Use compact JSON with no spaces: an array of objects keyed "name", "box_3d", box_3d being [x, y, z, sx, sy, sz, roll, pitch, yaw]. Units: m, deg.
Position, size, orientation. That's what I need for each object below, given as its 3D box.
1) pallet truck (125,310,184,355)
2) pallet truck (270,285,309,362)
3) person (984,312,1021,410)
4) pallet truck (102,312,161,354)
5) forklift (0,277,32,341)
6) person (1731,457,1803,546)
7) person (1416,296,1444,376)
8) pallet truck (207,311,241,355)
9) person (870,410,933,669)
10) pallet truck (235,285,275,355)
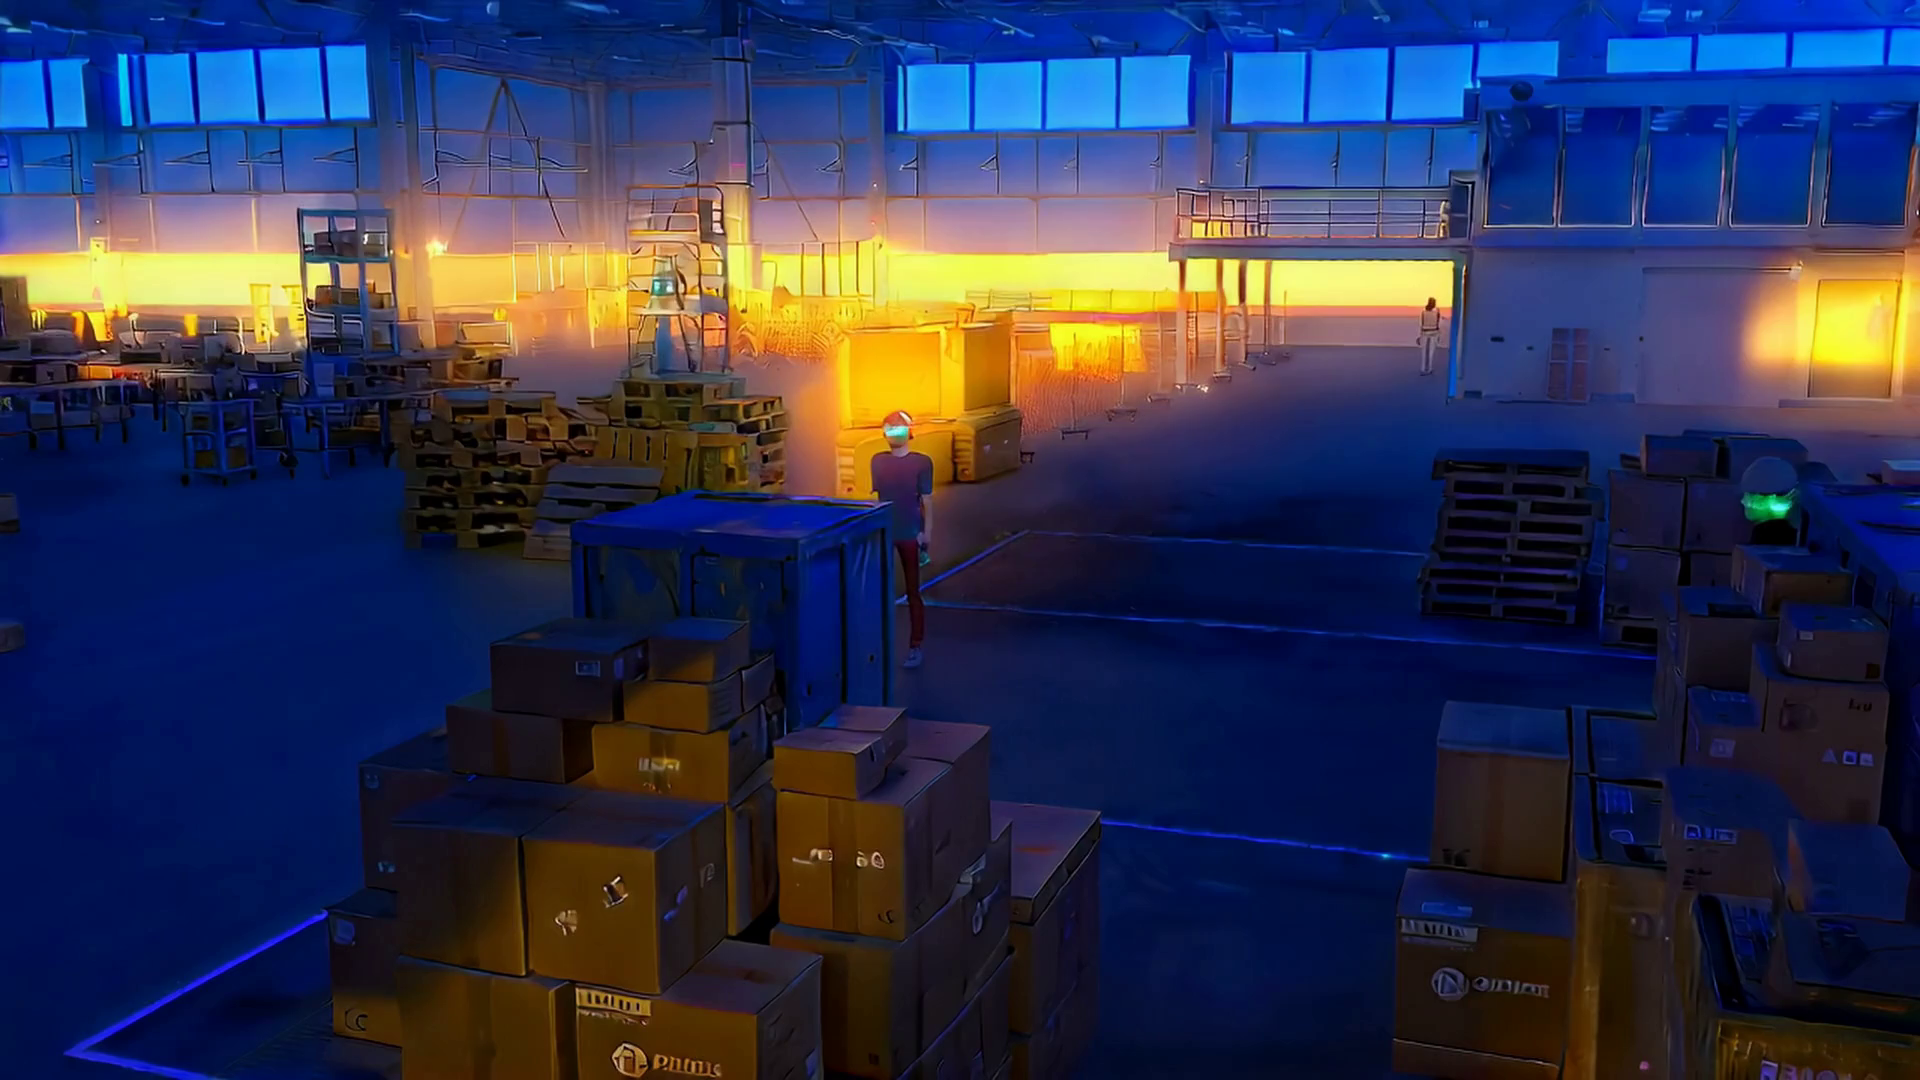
[{"name":"pallet truck","box_3d":[-22.038,-5.665,45.457,0.704,1.261,1.522,3,11,17]},{"name":"pallet truck","box_3d":[-17.147,-5.700,43.663,0.823,1.965,1.885,3,11,17]},{"name":"person","box_3d":[0.619,-2.565,26.037,0.622,2.002,1.033,9,13,40]},{"name":"pallet truck","box_3d":[-23.057,-5.777,46.261,0.680,1.201,1.601,3,11,19]},{"name":"forklift","box_3d":[-27.151,-6.329,46.328,1.157,1.987,2.680,3,11,17]},{"name":"person","box_3d":[3.988,0.580,8.301,0.612,1.994,0.395,-9,14,-42]},{"name":"person","box_3d":[10.838,-4.687,38.383,0.611,1.839,0.942,4,11,20]},{"name":"pallet truck","box_3d":[-19.537,-5.575,44.913,0.653,1.274,1.630,3,11,19]},{"name":"person","box_3d":[-0.445,-0.008,11.964,0.510,1.872,0.328,4,11,19]},{"name":"pallet truck","box_3d":[-18.327,-5.835,44.421,0.823,1.965,1.885,4,11,23]}]
